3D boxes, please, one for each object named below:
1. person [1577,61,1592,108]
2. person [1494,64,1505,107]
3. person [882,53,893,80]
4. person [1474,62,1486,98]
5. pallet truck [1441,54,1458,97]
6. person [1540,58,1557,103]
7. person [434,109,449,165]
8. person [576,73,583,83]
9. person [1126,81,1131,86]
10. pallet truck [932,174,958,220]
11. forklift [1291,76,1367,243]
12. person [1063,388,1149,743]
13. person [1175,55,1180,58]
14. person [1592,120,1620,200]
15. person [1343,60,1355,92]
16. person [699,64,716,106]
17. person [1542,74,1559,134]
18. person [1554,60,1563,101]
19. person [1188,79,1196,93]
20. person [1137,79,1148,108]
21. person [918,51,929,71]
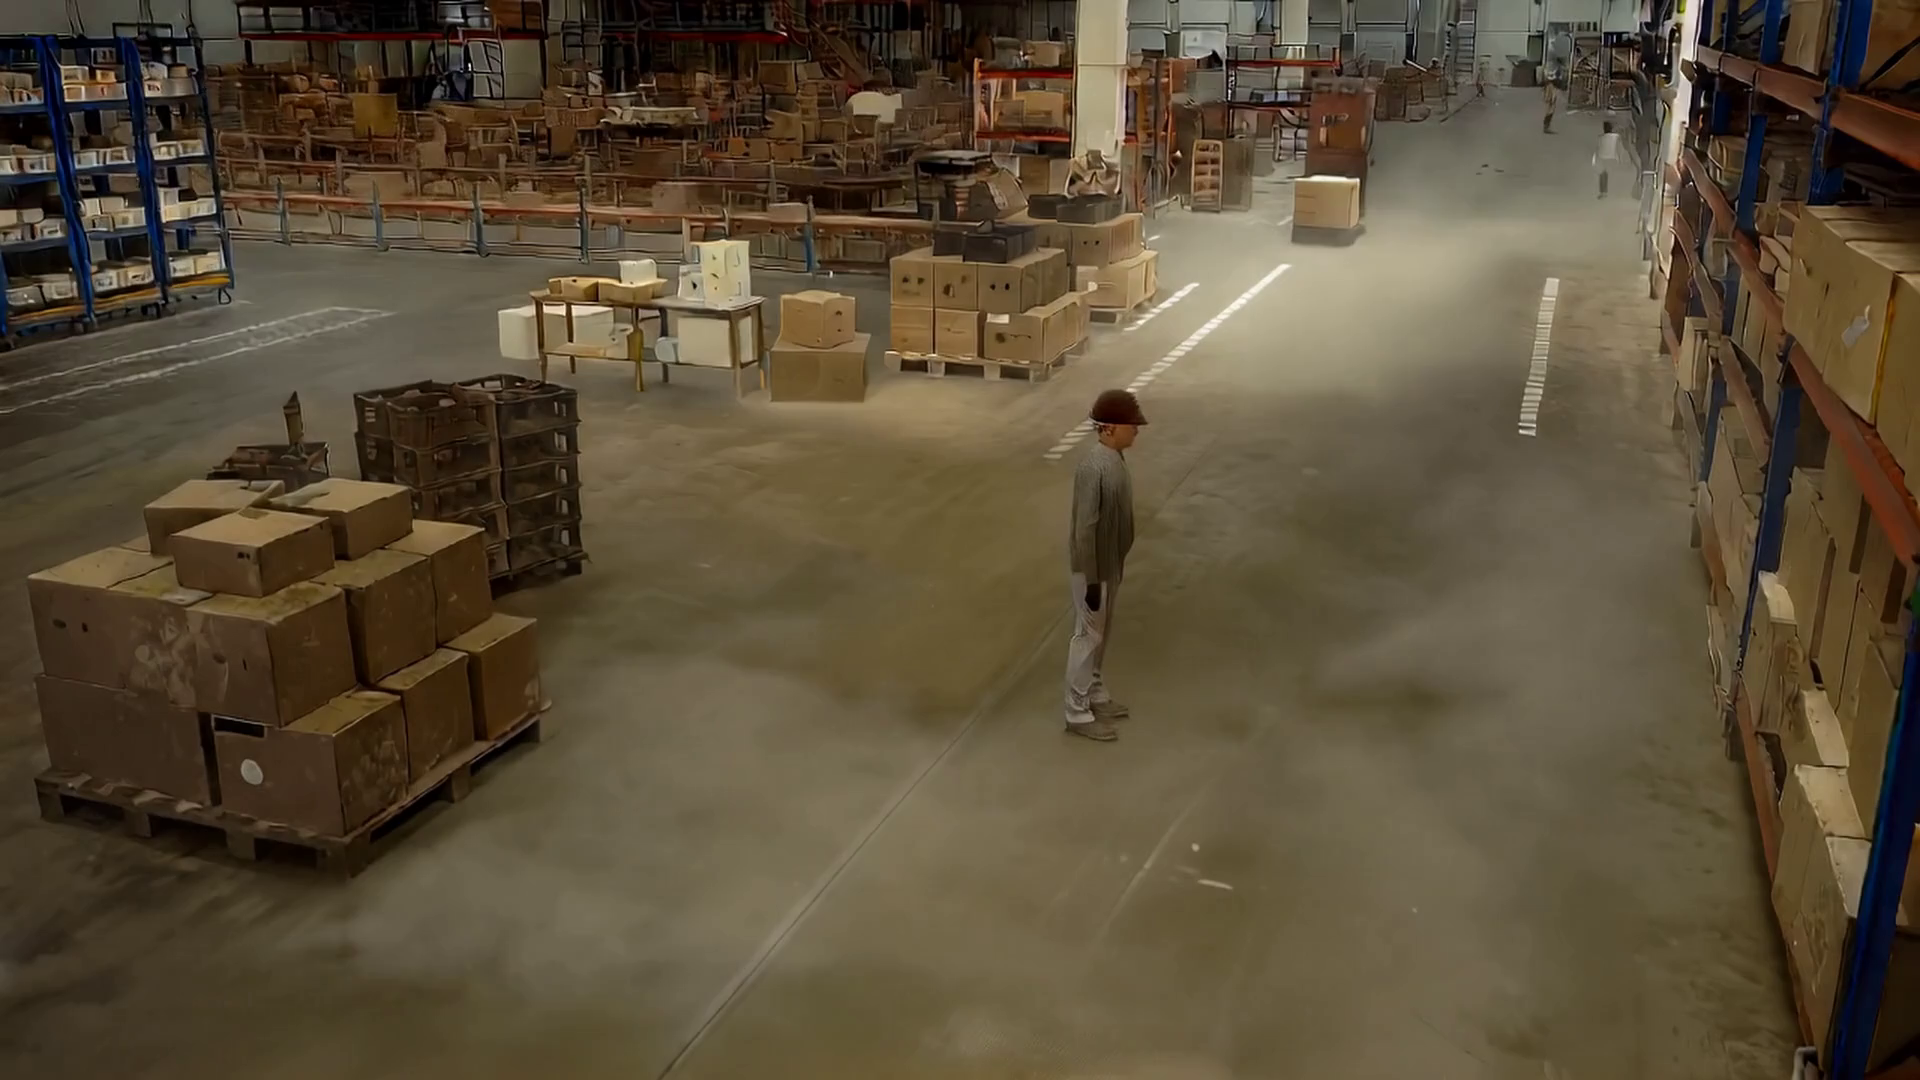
[{"bbox_3d":[26.153,-19.044,69.556,0.427,1.914,0.616,8,19,24],"label":"person"},{"bbox_3d":[22.940,-19.302,70.652,0.308,1.741,0.494,8,19,24],"label":"person"},{"bbox_3d":[-3.574,-23.113,82.322,0.563,1.928,0.423,5,18,14],"label":"person"},{"bbox_3d":[24.230,-21.377,77.312,0.557,1.645,0.592,-10,20,-30],"label":"person"},{"bbox_3d":[22.765,-21.886,78.355,0.823,1.965,1.885,-4,18,-14],"label":"pallet truck"},{"bbox_3d":[25.936,-20.204,73.200,0.396,1.919,0.590,-14,22,-37],"label":"person"},{"bbox_3d":[-11.955,-9.055,38.423,0.368,1.751,0.550,-3,18,-8],"label":"person"},{"bbox_3d":[-16.140,-19.368,70.711,0.985,1.840,0.576,6,19,19],"label":"person"},{"bbox_3d":[6.048,-16.122,60.249,0.379,1.996,0.610,-2,18,-5],"label":"person"},{"bbox_3d":[-0.507,-5.292,27.348,0.653,1.274,1.630,6,19,19],"label":"pallet truck"},{"bbox_3d":[6.598,-6.755,29.381,1.129,2.768,1.873,6,19,19],"label":"forklift"},{"bbox_3d":[0.809,0.136,9.191,0.416,1.985,0.611,6,19,18],"label":"person"},{"bbox_3d":[10.509,-22.369,79.998,0.636,1.921,0.661,-13,22,-35],"label":"person"},{"bbox_3d":[13.895,-8.178,35.801,0.563,1.664,0.587,-3,18,-10],"label":"person"},{"bbox_3d":[17.055,-20.092,72.937,0.526,1.864,0.315,8,19,23],"label":"person"},{"bbox_3d":[-9.454,-16.807,62.353,0.627,2.024,0.422,-12,21,-34],"label":"person"},{"bbox_3d":[19.512,-14.385,54.882,0.360,1.939,0.543,-1,18,-2],"label":"person"},{"bbox_3d":[26.693,-20.519,74.341,0.585,1.827,0.524,-7,19,-22],"label":"person"},{"bbox_3d":[7.933,-14.968,57.128,0.430,1.680,0.546,6,19,18],"label":"person"},{"bbox_3d":[6.081,-14.675,56.035,0.604,1.796,0.910,6,19,18],"label":"person"},{"bbox_3d":[-2.016,-26.139,91.994,0.646,1.826,0.450,-7,19,-20],"label":"person"}]
